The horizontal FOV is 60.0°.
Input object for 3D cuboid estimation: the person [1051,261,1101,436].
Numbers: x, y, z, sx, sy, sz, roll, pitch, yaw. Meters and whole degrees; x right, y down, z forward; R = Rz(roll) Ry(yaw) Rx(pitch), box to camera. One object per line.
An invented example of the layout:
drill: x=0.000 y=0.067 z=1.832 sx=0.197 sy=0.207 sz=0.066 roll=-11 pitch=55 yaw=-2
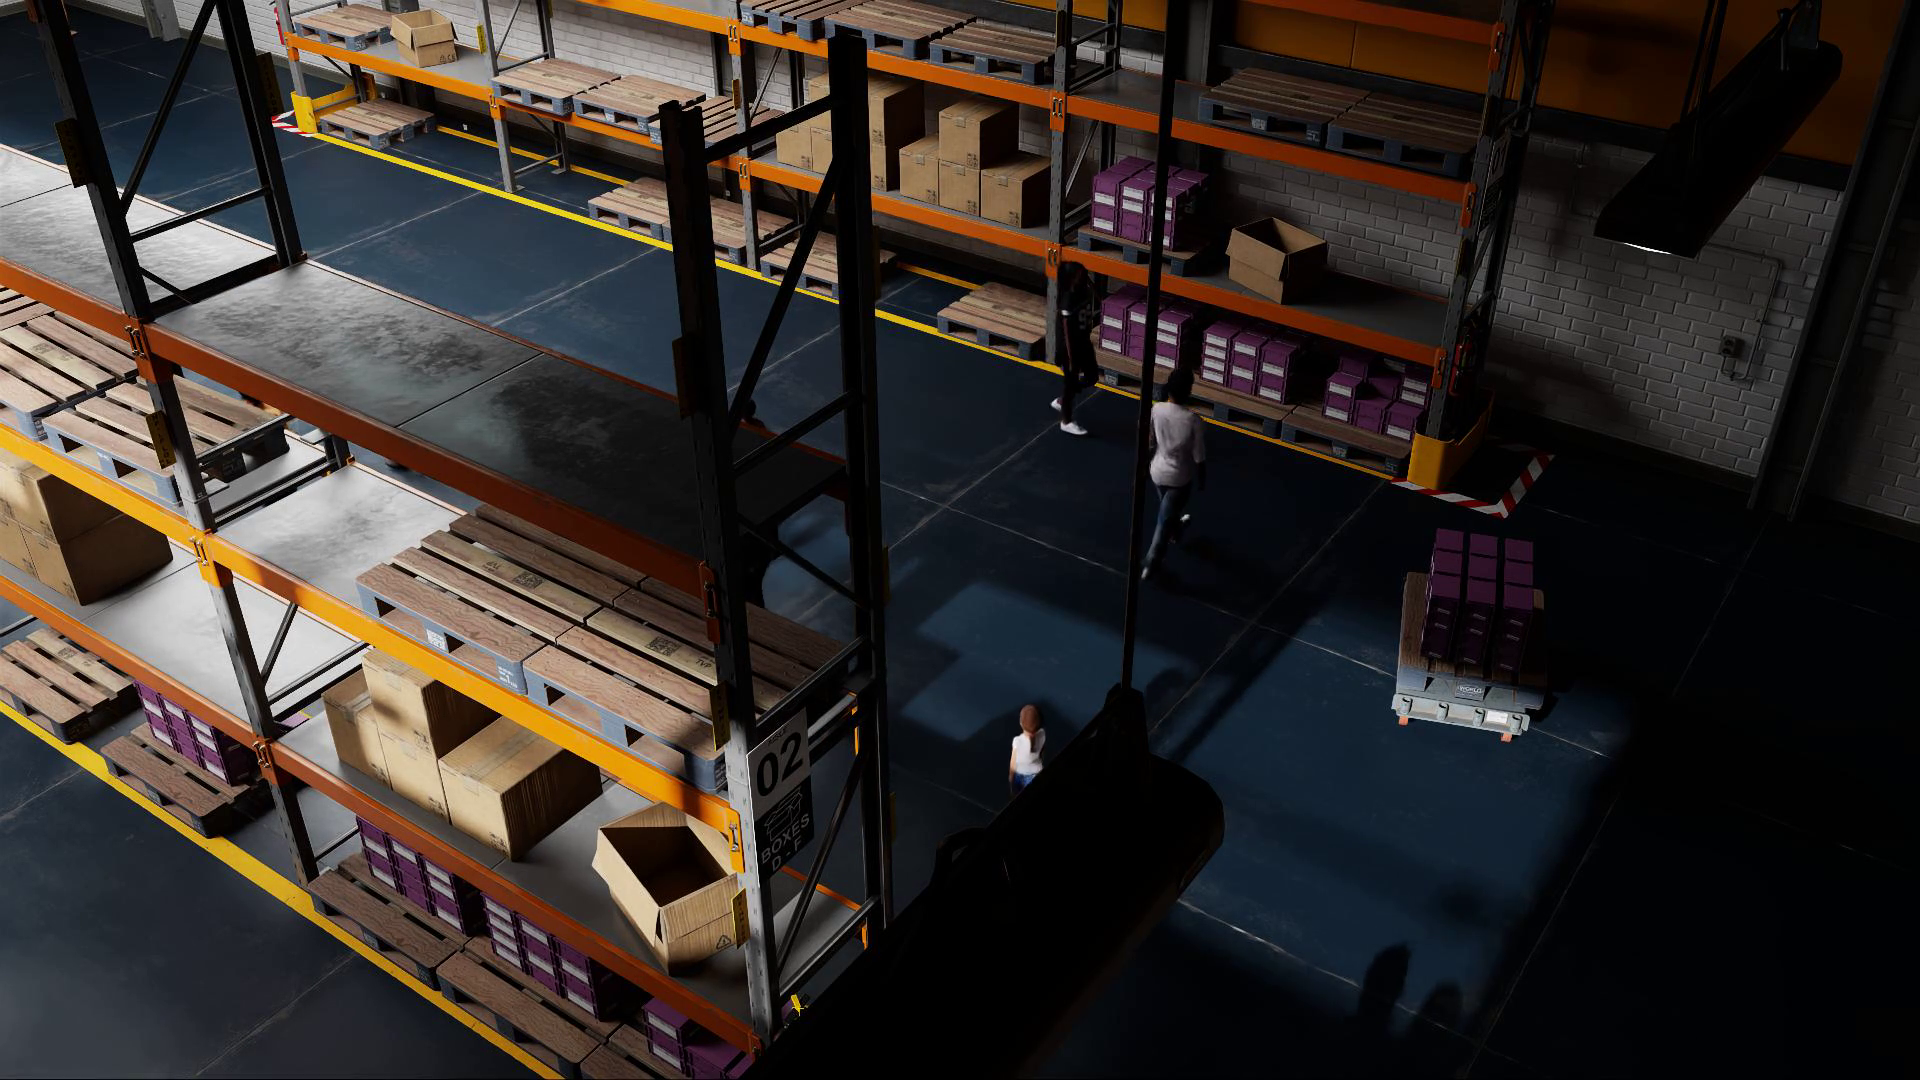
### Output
person: x=0.983 y=-1.764 z=15.332 sx=0.694 sy=1.717 sz=0.626 roll=18 pitch=38 yaw=25

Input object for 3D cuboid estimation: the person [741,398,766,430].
person: x=-1.776 y=-0.656 z=14.150 sx=0.720 sy=1.182 sz=0.851 roll=-13 pitch=36 yaw=-19

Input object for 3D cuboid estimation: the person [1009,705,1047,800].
person: x=0.465 y=1.537 z=11.002 sx=0.507 sy=1.014 sz=0.558 roll=-18 pitch=38 yaw=-25

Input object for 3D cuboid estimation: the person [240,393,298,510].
person: x=-5.653 y=-0.607 z=13.650 sx=0.660 sy=1.653 sz=0.702 roll=-10 pitch=35 yaw=-15

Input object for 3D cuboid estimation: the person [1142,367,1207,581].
person: x=1.665 y=-0.497 z=13.378 sx=1.077 sy=1.771 sz=0.716 roll=21 pitch=39 yaw=28
